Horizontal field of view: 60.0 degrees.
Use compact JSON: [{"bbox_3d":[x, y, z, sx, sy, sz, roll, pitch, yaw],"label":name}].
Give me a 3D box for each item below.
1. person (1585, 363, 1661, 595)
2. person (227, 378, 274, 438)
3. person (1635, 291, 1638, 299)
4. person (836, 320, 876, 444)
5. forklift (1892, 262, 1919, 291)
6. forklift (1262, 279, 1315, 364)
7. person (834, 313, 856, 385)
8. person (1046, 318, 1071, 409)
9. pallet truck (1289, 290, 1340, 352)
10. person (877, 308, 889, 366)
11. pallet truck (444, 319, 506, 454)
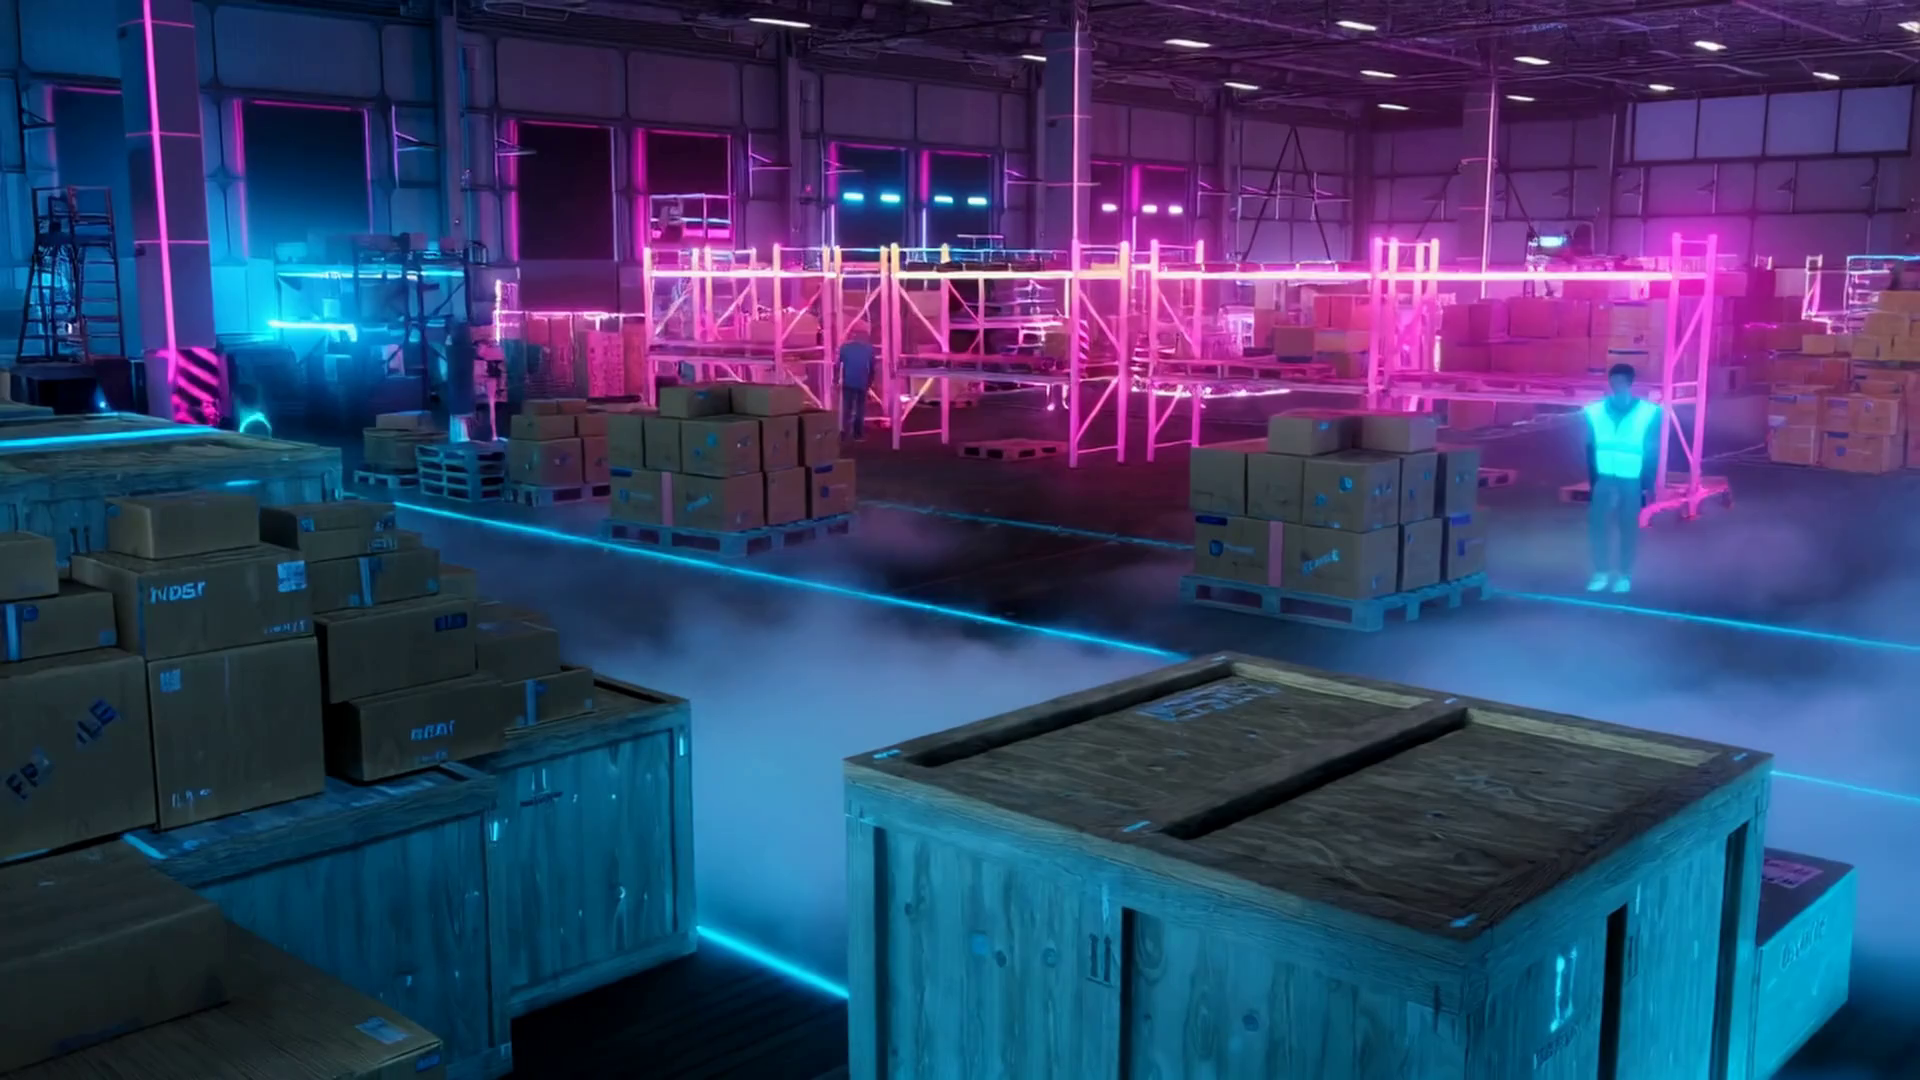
[{"bbox_3d":[5.348,-0.479,13.518,0.595,1.896,0.585,8,12,40],"label":"person"},{"bbox_3d":[-5.577,-0.334,12.841,0.852,1.814,0.540,-3,10,-17],"label":"person"},{"bbox_3d":[22.601,-7.403,55.862,0.364,1.934,0.630,9,13,43],"label":"person"},{"bbox_3d":[-1.575,-2.360,25.046,0.617,1.891,0.651,3,10,19],"label":"person"},{"bbox_3d":[23.277,-5.417,40.755,1.129,2.768,1.873,3,10,19],"label":"forklift"},{"bbox_3d":[8.555,-6.090,44.881,1.873,2.768,1.129,9,13,43],"label":"forklift"},{"bbox_3d":[-2.622,-4.415,38.361,0.549,1.642,0.888,1,9,7],"label":"person"},{"bbox_3d":[1.861,-3.332,31.475,0.485,1.739,0.320,-2,9,-11],"label":"person"},{"bbox_3d":[11.297,-6.951,52.861,1.885,1.965,0.823,-5,11,-29],"label":"pallet truck"},{"bbox_3d":[-2.046,-5.356,44.210,0.312,1.633,0.520,1,9,4],"label":"person"},{"bbox_3d":[-6.981,-1.942,22.150,1.885,1.965,0.823,1,9,9],"label":"pallet truck"}]
